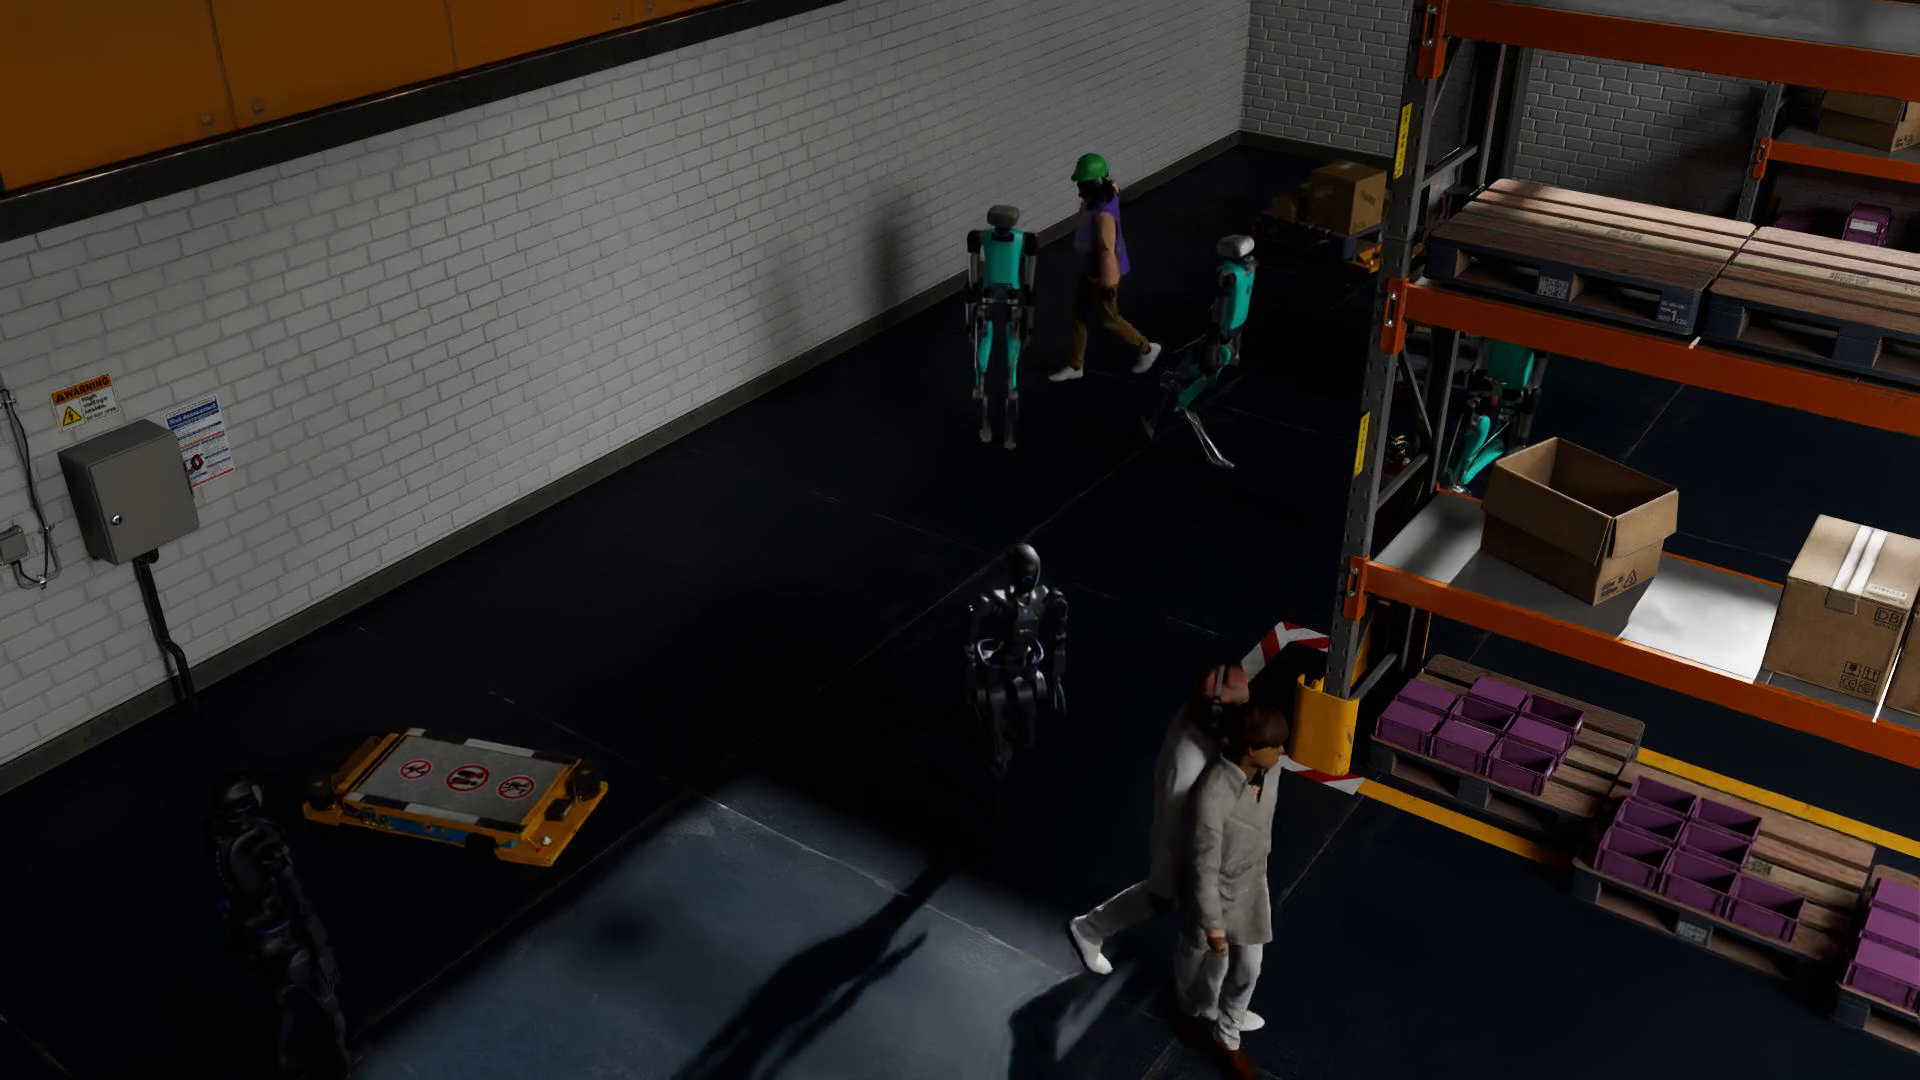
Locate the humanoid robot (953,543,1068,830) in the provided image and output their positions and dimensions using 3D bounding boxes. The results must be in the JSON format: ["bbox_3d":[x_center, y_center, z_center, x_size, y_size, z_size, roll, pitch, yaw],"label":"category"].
[{"bbox_3d":[0.218,0.647,8.519,0.595,1.622,0.607,-9,31,-15],"label":"humanoid robot"}]

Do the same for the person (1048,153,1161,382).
[{"bbox_3d":[1.175,-2.145,13.148,0.874,1.887,0.551,-7,31,-12],"label":"person"}]

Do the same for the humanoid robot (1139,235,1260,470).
[{"bbox_3d":[1.620,-1.401,12.007,0.961,1.760,0.541,17,34,27],"label":"humanoid robot"}]

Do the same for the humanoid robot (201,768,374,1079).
[{"bbox_3d":[-2.820,1.587,6.879,0.601,1.660,0.412,15,33,25],"label":"humanoid robot"}]

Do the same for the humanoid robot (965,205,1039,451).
[{"bbox_3d":[0.282,-1.496,12.165,0.534,1.763,0.805,3,30,5],"label":"humanoid robot"}]

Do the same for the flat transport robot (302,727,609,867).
[{"bbox_3d":[-2.648,1.328,8.736,1.431,0.231,0.659,8,31,14],"label":"flat transport robot"}]

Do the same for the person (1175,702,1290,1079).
[{"bbox_3d":[1.134,1.483,6.933,0.484,1.807,0.644,-10,32,-17],"label":"person"}]

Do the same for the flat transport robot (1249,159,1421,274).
[{"bbox_3d":[3.564,-2.905,16.079,0.659,0.231,1.431,-25,38,-36],"label":"flat transport robot"}]

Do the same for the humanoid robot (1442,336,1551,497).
[{"bbox_3d":[3.384,-0.716,10.809,0.916,1.753,0.536,-19,35,-30],"label":"humanoid robot"}]

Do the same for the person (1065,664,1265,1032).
[{"bbox_3d":[0.919,1.295,7.199,0.901,1.871,0.654,9,31,15],"label":"person"}]
